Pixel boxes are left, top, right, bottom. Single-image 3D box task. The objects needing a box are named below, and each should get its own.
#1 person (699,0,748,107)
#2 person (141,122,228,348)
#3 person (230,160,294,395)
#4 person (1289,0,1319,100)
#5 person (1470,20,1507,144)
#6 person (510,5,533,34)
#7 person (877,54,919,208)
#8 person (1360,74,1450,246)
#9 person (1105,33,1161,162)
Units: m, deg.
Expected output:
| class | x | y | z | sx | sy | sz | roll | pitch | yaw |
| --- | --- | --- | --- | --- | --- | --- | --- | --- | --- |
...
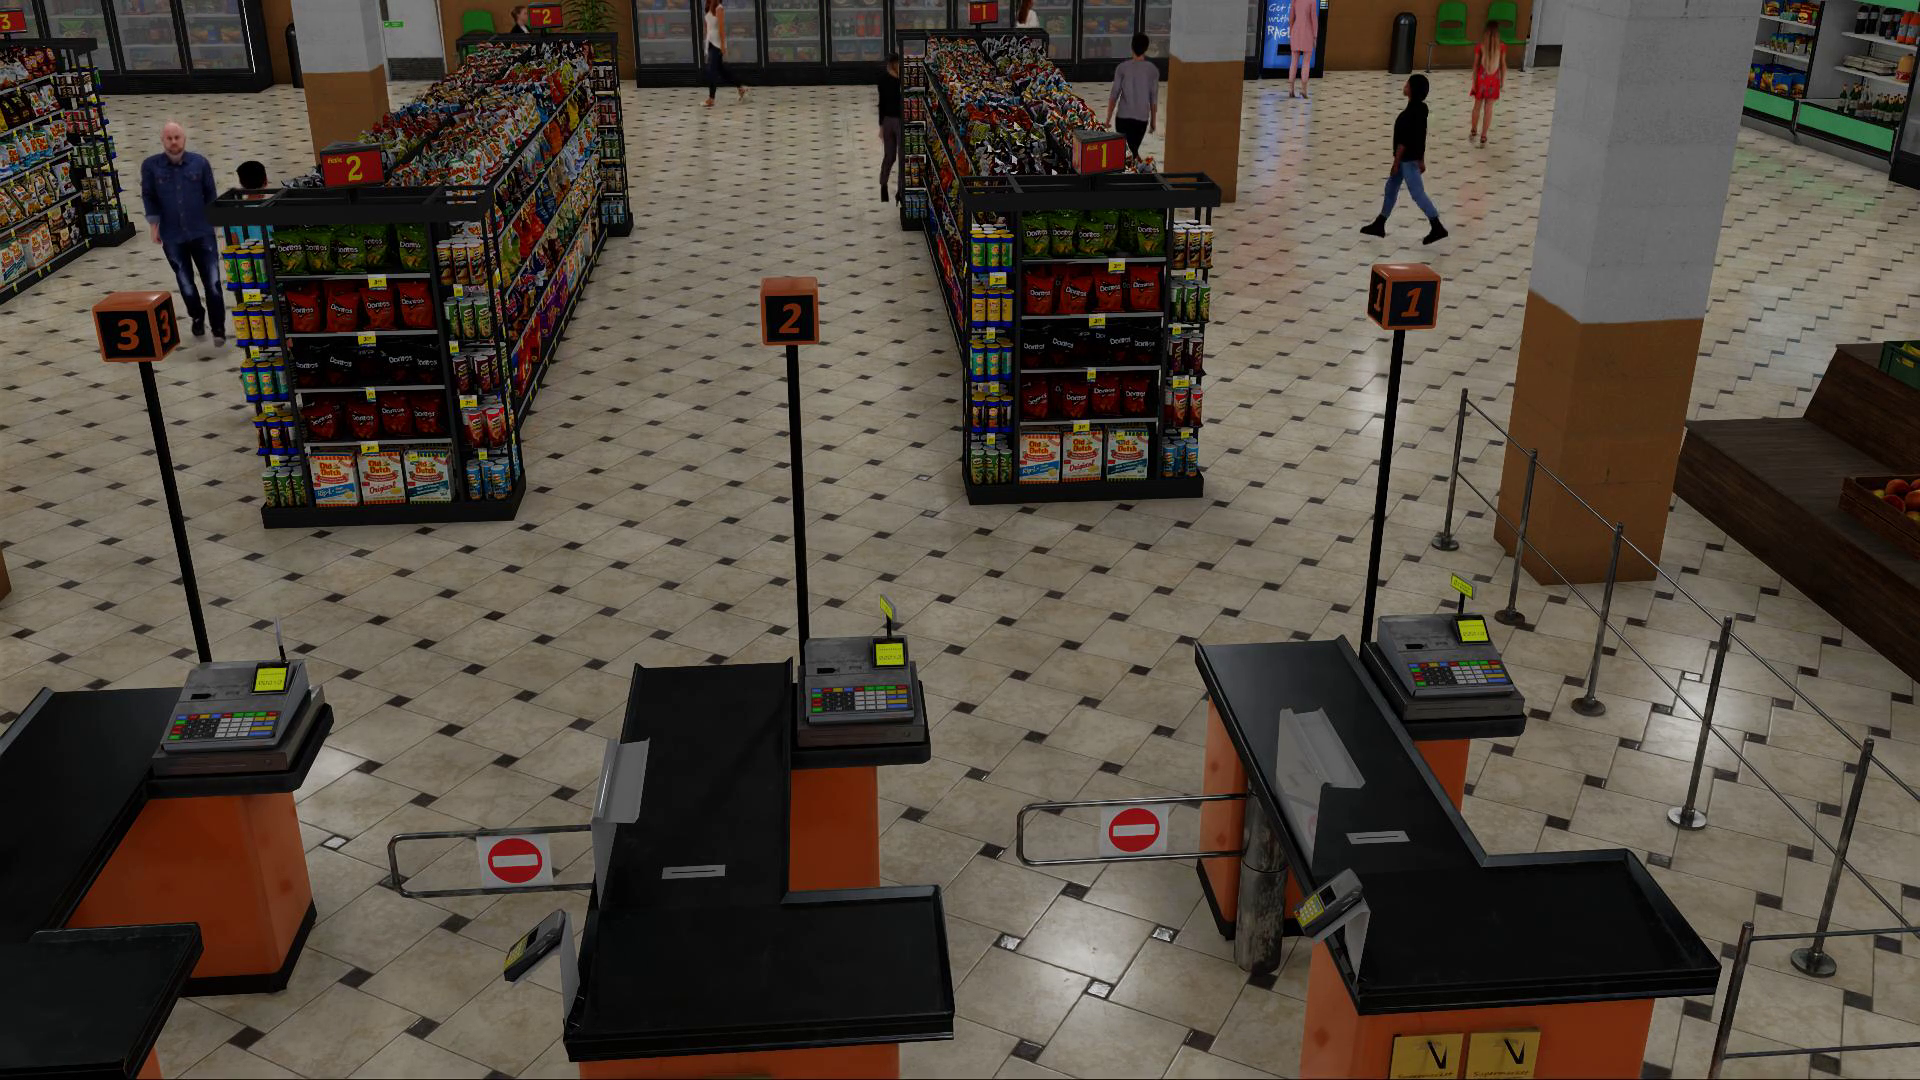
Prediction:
| class | x | y | z | sx | sy | sz | roll | pitch | yaw |
| --- | --- | --- | --- | --- | --- | --- | --- | --- | --- |
| person | -3.553 | -7.371 | 24.801 | 0.943 | 1.756 | 1.081 | -13 | 27 | -27 |
| person | -6.326 | -2.484 | 13.602 | 0.933 | 1.782 | 1.237 | -9 | 25 | -19 |
| person | -5.104 | -1.846 | 12.183 | 0.722 | 1.750 | 1.025 | 2 | 24 | 4 |
| person | 5.240 | -7.696 | 25.486 | 0.686 | 1.802 | 0.727 | 16 | 28 | 32 |
| person | 6.946 | -5.981 | 21.894 | 0.855 | 1.541 | 1.161 | 7 | 25 | 15 |
| person | -5.980 | -6.377 | 22.637 | 0.906 | 1.670 | 1.075 | 5 | 24 | 11 |
| person | -0.725 | -4.478 | 18.304 | 0.743 | 1.665 | 0.790 | 13 | 27 | 28 |
| person | 4.603 | -3.768 | 16.696 | 1.103 | 1.653 | 1.144 | 14 | 27 | 29 |
| person | 1.951 | -4.669 | 18.575 | 0.750 | 1.797 | 1.136 | -3 | 24 | -7 |
